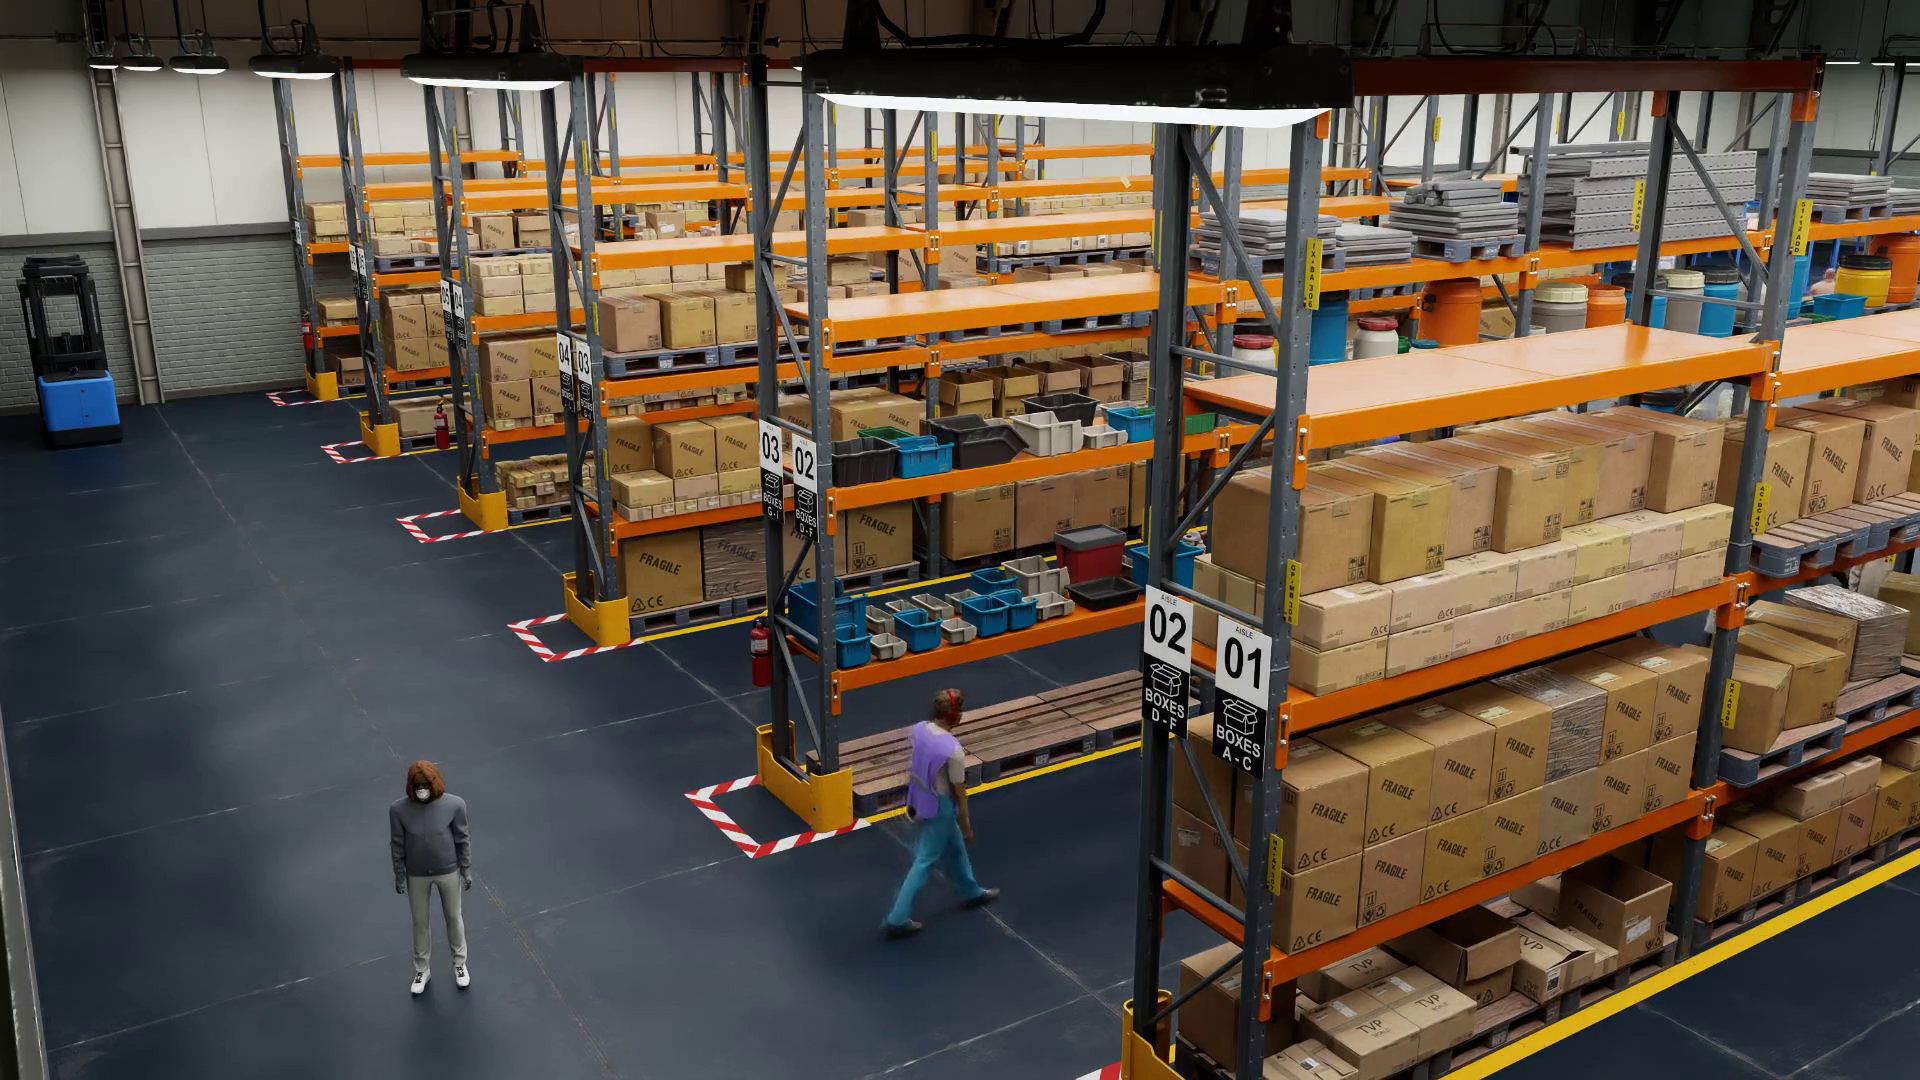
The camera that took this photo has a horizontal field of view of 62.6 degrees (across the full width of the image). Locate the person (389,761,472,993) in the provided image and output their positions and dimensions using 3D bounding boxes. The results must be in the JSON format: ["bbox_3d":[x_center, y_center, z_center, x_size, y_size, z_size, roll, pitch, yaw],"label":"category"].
[{"bbox_3d":[-3.478,2.204,10.417,0.497,1.633,0.278,-4,17,-12],"label":"person"}]

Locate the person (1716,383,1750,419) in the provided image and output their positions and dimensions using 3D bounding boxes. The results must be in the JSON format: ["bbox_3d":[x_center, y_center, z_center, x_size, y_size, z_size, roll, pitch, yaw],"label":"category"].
[{"bbox_3d":[10.578,-1.398,21.625,0.432,1.981,0.628,-10,19,-29],"label":"person"}]

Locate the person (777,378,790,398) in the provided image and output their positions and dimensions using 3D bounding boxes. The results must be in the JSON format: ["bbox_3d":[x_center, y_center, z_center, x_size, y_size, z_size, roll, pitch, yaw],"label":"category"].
[{"bbox_3d":[-2.588,-1.537,22.366,0.512,1.818,0.613,-12,20,-33],"label":"person"}]

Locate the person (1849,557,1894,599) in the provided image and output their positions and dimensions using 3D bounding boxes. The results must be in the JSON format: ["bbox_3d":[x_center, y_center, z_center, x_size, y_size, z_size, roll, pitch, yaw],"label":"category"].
[{"bbox_3d":[9.059,0.623,15.631,0.525,1.605,0.564,14,22,39],"label":"person"}]

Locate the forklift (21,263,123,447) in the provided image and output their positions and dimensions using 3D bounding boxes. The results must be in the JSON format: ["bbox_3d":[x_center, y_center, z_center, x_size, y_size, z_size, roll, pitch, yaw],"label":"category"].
[{"bbox_3d":[-14.518,-3.079,25.708,1.129,2.768,1.873,-10,20,-31],"label":"forklift"}]

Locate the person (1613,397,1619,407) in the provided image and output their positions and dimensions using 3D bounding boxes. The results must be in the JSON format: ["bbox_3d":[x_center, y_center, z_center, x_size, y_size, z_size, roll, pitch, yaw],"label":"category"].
[{"bbox_3d":[12.127,-3.291,28.027,1.050,1.883,0.645,-4,17,-13],"label":"person"}]

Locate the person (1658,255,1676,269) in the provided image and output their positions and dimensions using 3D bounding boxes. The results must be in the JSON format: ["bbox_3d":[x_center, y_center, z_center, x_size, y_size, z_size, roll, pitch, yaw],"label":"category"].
[{"bbox_3d":[17.685,-6.847,39.631,0.739,1.917,0.545,-12,21,-35],"label":"person"}]

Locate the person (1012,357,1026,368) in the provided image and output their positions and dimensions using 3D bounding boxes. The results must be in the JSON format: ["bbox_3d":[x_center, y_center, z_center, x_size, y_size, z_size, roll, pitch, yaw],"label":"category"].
[{"bbox_3d":[0.890,-1.919,23.828,0.319,1.697,0.533,-1,17,-2],"label":"person"}]

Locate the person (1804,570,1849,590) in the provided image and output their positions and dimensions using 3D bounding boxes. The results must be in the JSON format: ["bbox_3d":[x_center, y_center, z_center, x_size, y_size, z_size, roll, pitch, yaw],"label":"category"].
[{"bbox_3d":[9.660,-0.091,17.478,0.771,1.919,0.563,-9,19,-27],"label":"person"}]

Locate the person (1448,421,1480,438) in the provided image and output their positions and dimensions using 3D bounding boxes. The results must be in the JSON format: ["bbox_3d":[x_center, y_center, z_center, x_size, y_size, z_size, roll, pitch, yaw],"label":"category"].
[{"bbox_3d":[7.078,-1.524,22.241,0.328,1.873,0.517,-9,19,-27],"label":"person"}]

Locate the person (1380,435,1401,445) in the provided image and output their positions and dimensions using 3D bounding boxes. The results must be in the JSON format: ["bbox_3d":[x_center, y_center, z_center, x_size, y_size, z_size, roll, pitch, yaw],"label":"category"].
[{"bbox_3d":[4.901,-0.307,18.200,0.964,1.901,0.627,-11,20,-31],"label":"person"}]

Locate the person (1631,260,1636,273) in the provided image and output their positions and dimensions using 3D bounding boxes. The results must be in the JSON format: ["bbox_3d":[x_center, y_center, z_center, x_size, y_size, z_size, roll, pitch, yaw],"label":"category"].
[{"bbox_3d":[16.092,-6.075,37.091,0.564,1.907,0.776,2,17,8],"label":"person"}]

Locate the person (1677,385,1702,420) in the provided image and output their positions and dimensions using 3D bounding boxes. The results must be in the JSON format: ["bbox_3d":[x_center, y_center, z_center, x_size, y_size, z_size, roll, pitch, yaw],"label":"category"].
[{"bbox_3d":[9.611,-1.217,21.314,0.459,1.825,0.656,-9,19,-26],"label":"person"}]

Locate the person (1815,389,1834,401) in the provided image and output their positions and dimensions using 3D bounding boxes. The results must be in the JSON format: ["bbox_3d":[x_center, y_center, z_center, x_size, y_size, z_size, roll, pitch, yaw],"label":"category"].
[{"bbox_3d":[15.449,-3.291,28.108,0.587,1.823,0.538,2,17,7],"label":"person"}]

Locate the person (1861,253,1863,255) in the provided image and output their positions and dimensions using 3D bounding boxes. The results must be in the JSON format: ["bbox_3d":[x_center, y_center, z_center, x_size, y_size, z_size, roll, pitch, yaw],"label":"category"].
[{"bbox_3d":[20.482,-5.625,35.822,0.967,1.787,0.656,1,17,2],"label":"person"}]

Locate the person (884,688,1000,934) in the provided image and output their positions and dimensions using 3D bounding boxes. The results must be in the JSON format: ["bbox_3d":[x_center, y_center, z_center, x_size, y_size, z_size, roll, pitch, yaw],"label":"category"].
[{"bbox_3d":[-0.145,1.903,11.163,0.987,1.788,0.574,-8,19,-26],"label":"person"}]

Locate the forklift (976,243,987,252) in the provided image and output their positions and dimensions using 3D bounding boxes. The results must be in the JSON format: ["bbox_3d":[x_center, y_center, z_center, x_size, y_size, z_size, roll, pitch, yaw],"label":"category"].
[{"bbox_3d":[0.988,-5.474,34.718,1.214,2.155,2.313,-10,20,-31],"label":"forklift"}]

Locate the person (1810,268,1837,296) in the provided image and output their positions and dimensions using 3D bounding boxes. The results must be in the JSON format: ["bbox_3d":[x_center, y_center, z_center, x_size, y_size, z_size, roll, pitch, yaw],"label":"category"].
[{"bbox_3d":[17.806,-4.664,32.553,0.652,1.871,0.952,11,20,31],"label":"person"}]

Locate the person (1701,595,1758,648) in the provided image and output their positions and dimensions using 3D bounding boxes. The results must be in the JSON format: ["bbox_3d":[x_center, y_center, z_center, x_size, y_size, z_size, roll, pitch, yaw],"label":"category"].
[{"bbox_3d":[7.502,0.668,15.404,0.813,1.659,0.528,-12,21,-35],"label":"person"}]

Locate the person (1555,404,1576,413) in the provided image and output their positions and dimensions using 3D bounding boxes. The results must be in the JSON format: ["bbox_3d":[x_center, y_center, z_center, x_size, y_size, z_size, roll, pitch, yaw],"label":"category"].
[{"bbox_3d":[10.332,-2.861,26.573,0.621,1.899,0.595,-7,18,-21],"label":"person"}]
